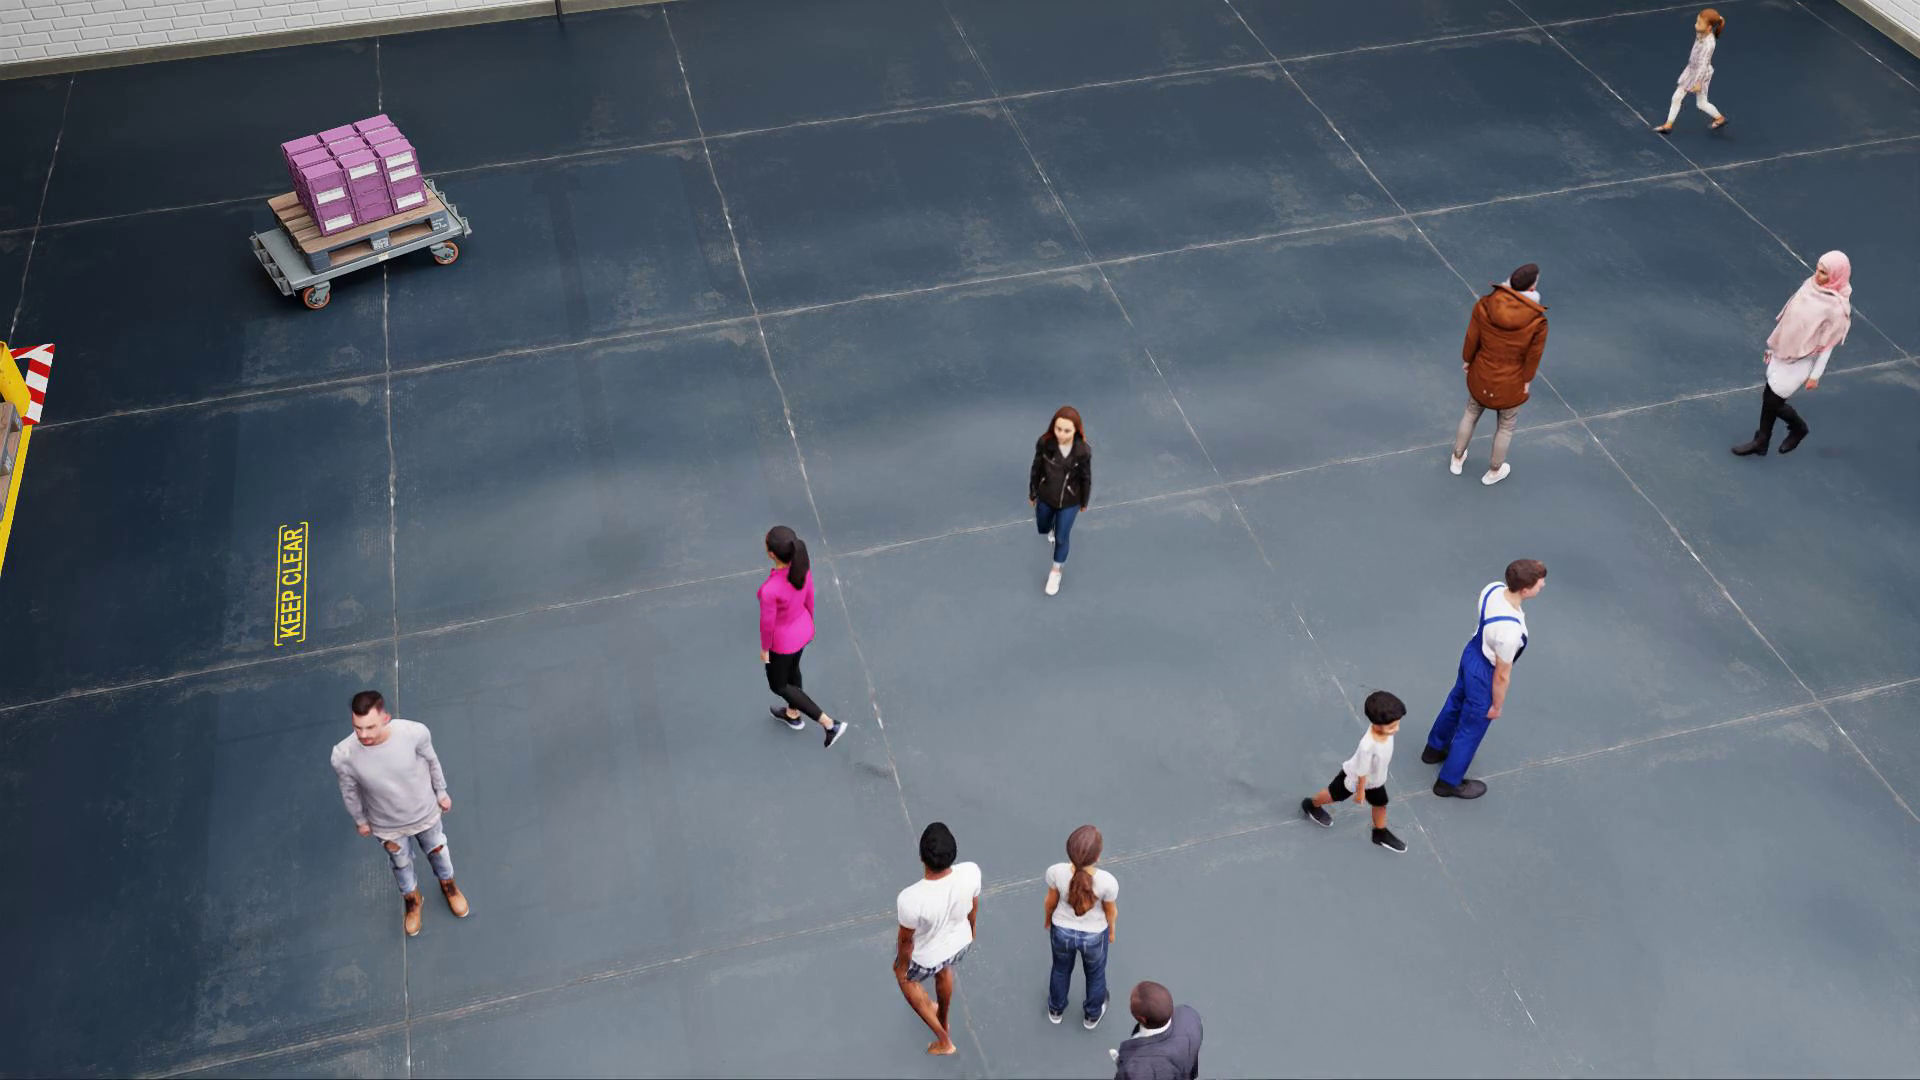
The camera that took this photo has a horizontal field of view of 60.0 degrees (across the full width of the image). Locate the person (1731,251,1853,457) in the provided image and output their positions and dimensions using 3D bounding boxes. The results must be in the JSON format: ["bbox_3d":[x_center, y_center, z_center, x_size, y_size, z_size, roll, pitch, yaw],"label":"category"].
[{"bbox_3d":[6.142,-1.319,12.042,0.741,1.791,0.730,-4,44,-4],"label":"person"}]

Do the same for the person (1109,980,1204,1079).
[{"bbox_3d":[0.955,2.710,7.820,1.100,1.781,1.271,-34,53,-30],"label":"person"}]

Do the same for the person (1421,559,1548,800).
[{"bbox_3d":[3.072,0.792,9.785,0.723,1.847,0.572,-1,44,-1],"label":"person"}]

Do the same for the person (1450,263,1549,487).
[{"bbox_3d":[3.844,-1.179,11.861,0.828,1.838,0.903,27,50,26],"label":"person"}]

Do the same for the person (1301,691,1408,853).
[{"bbox_3d":[2.295,1.313,9.685,0.935,1.231,0.822,26,50,25],"label":"person"}]

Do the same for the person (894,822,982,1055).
[{"bbox_3d":[-0.086,2.116,8.497,0.756,1.708,0.805,-24,49,-23],"label":"person"}]

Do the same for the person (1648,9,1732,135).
[{"bbox_3d":[7.001,-4.355,15.606,0.794,1.270,0.948,4,44,4],"label":"person"}]

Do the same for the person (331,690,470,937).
[{"bbox_3d":[-3.051,1.459,9.091,0.715,1.839,0.602,-18,46,-18],"label":"person"}]

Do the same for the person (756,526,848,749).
[{"bbox_3d":[-0.963,0.630,10.077,0.975,1.679,0.904,23,48,22],"label":"person"}]

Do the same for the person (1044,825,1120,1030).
[{"bbox_3d":[0.627,2.025,8.698,0.621,1.562,0.644,10,44,10],"label":"person"}]

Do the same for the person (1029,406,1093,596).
[{"bbox_3d":[0.681,-0.345,11.252,0.828,1.471,0.939,13,45,13],"label":"person"}]
